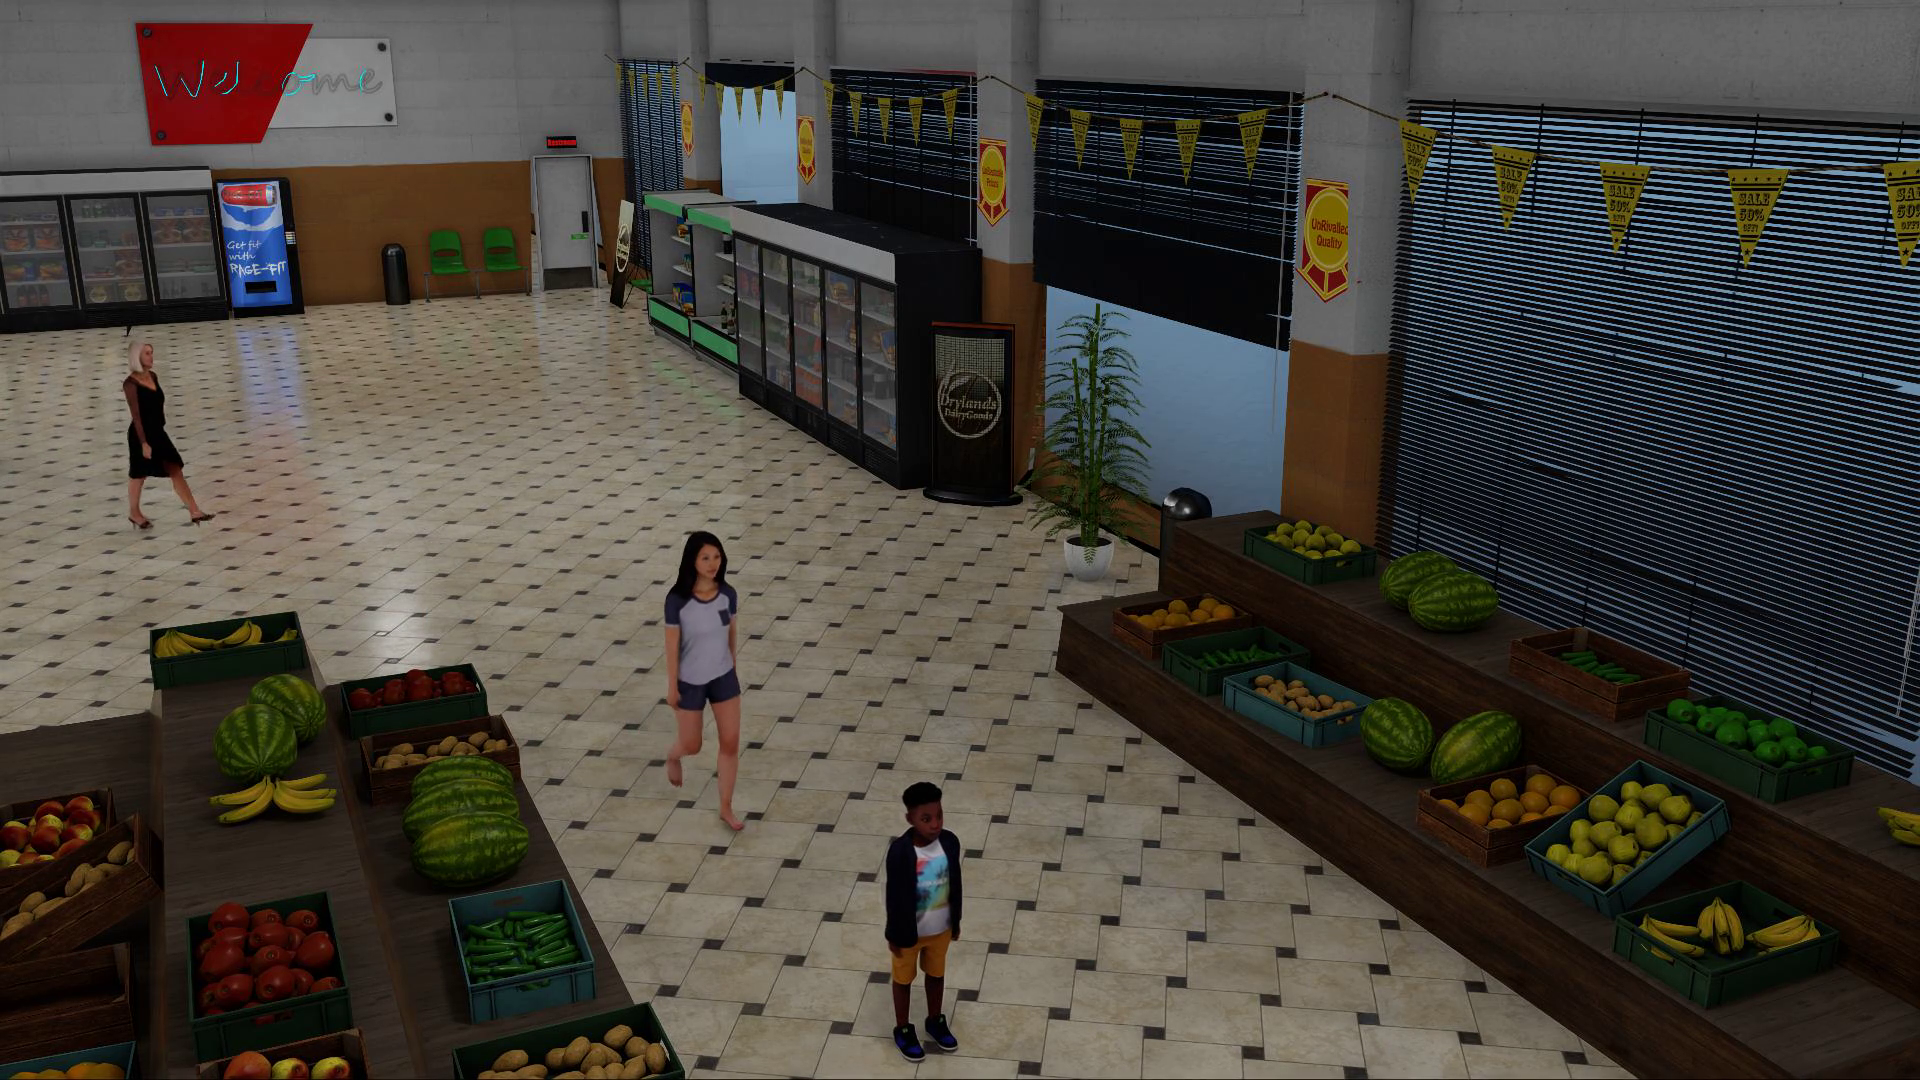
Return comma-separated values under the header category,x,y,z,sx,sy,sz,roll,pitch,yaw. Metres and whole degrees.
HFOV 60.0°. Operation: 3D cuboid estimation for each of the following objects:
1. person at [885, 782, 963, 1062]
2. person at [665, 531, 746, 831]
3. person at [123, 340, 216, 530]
category,x,y,z,sx,sy,sz,roll,pitch,yaw
person,-0.170,1.617,7.155,0.494,1.269,0.509,-8,19,-24
person,-1.462,0.758,9.275,0.687,1.682,0.980,-11,20,-33
person,-7.208,-0.876,14.630,1.084,1.697,1.087,4,17,12
